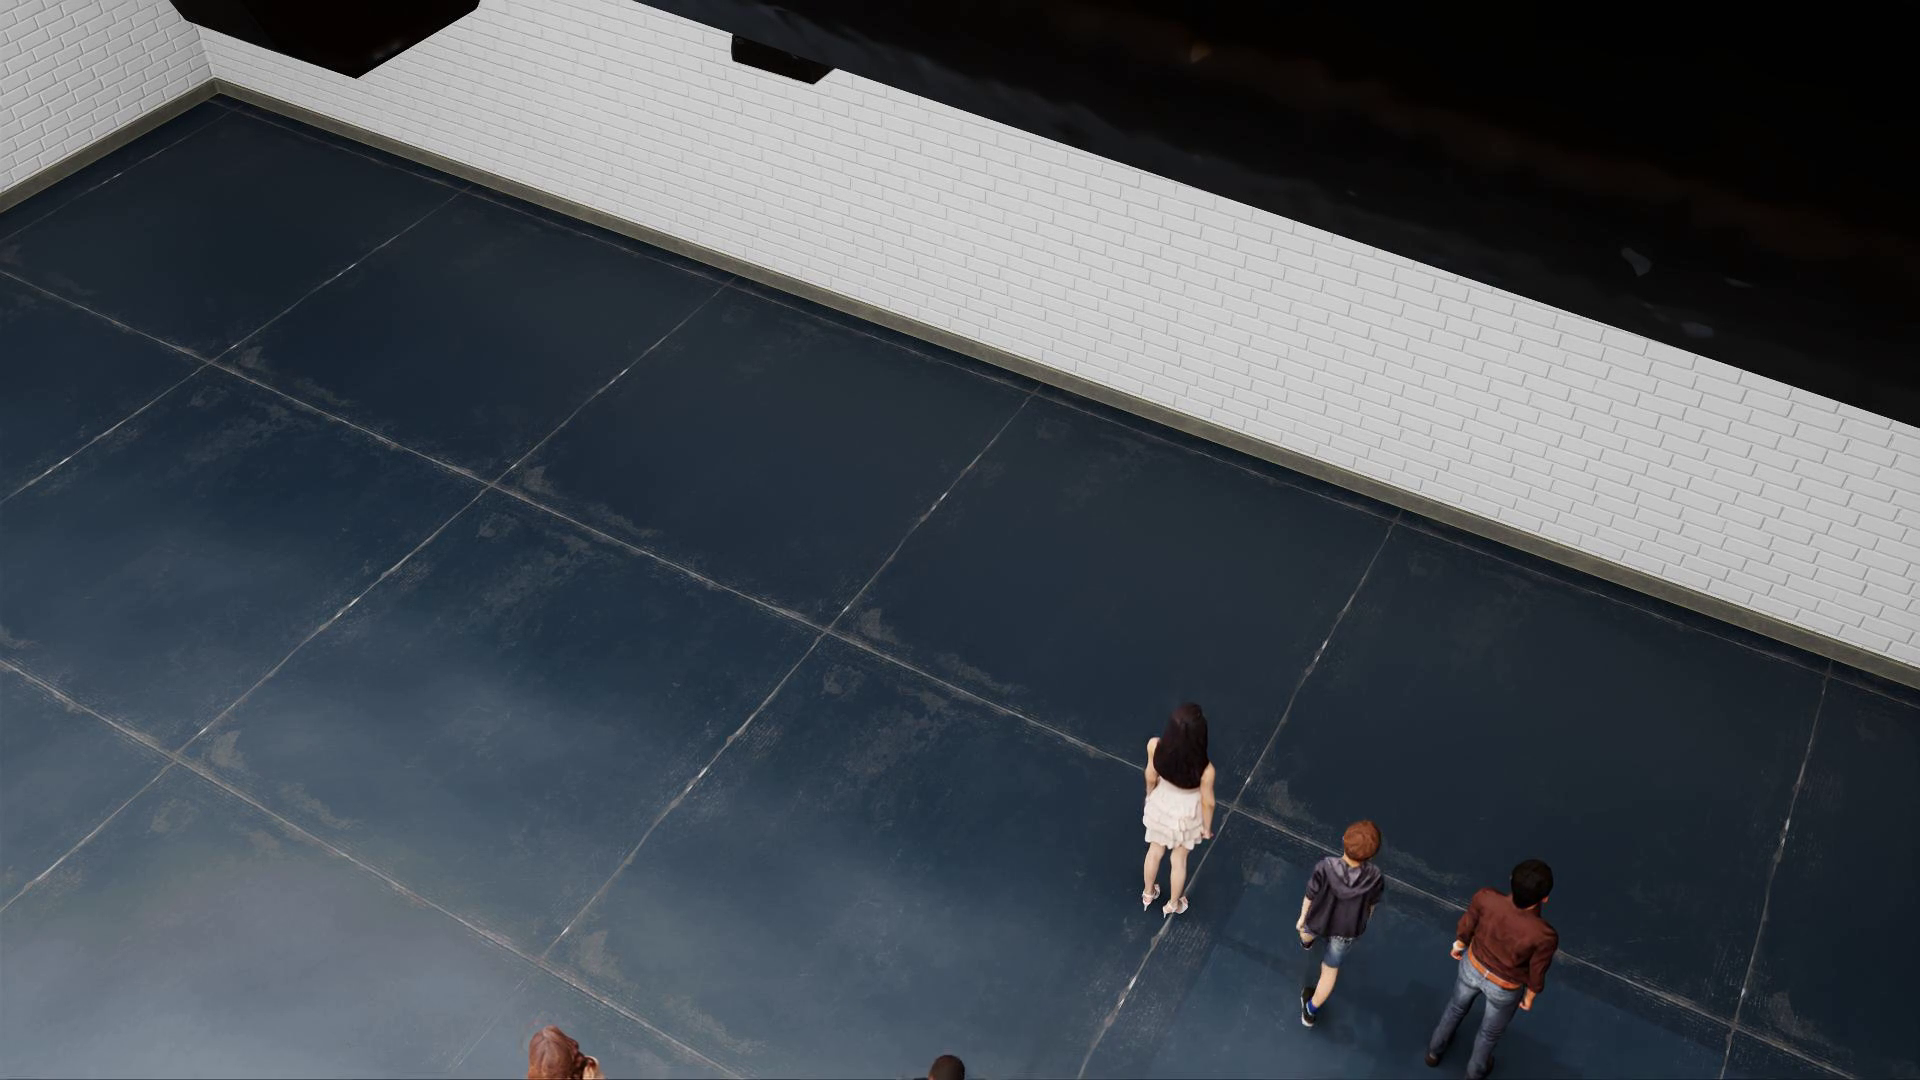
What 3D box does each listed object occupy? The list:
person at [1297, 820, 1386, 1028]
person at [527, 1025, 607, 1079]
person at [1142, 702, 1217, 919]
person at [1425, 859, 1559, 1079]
[{"bbox_3d":[1.979,2.068,8.826,0.712,1.414,0.992,8,44,9],"label":"person"},{"bbox_3d":[-1.792,2.796,7.819,0.583,1.748,0.704,-28,50,-26],"label":"person"},{"bbox_3d":[1.181,1.514,9.172,0.575,1.739,0.527,24,49,23],"label":"person"},{"bbox_3d":[2.694,2.209,8.415,0.687,1.777,0.593,33,53,30],"label":"person"}]
